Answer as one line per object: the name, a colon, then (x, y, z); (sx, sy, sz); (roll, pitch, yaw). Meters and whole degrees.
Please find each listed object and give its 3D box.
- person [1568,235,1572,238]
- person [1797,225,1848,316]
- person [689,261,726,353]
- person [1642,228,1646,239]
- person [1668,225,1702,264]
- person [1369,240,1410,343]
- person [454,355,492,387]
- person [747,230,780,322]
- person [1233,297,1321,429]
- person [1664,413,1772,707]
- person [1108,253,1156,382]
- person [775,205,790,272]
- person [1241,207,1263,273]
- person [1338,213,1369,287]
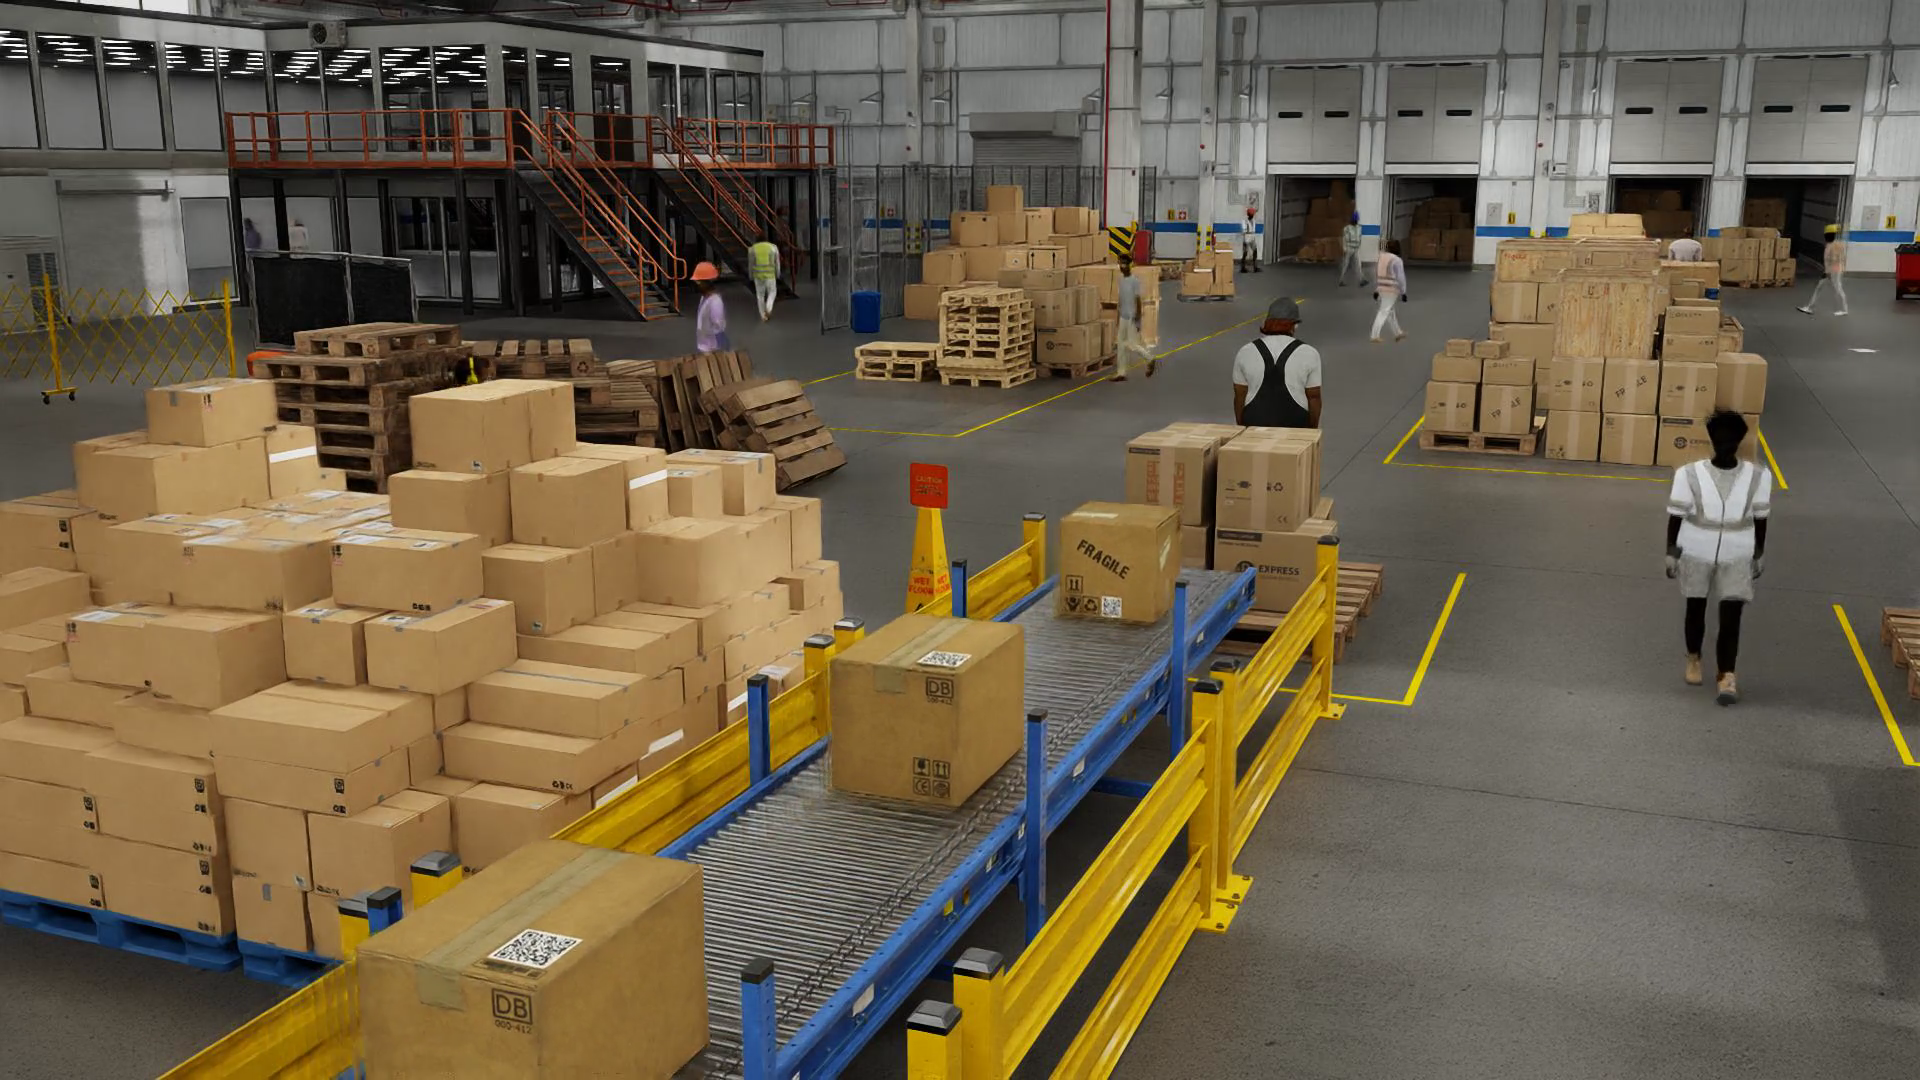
person: (11.344, -4.826, 31.152); (0.595, 1.900, 0.573); (-8, 15, -33)
person: (18.098, -5.607, 34.623); (0.979, 1.869, 0.597); (1, 13, 6)
person: (-2.727, -2.129, 18.717); (0.942, 2.011, 0.608); (-4, 13, -16)
person: (12.355, -4.743, 30.525); (0.649, 1.958, 0.874); (7, 14, 29)
person: (14.156, -5.175, 32.529); (0.630, 1.940, 0.372); (10, 16, 38)
person: (7.590, -4.357, 29.203); (0.966, 1.786, 0.648); (-5, 13, -20)
person: (-3.129, -0.308, 10.965); (0.961, 1.817, 0.551); (-6, 14, -24)
person: (-3.896, -5.248, 33.094); (0.648, 1.832, 0.436); (1, 13, 2)
person: (2.519, -0.914, 13.185); (0.686, 2.000, 0.535); (5, 13, 19)
person: (4.300, 0.104, 9.477); (0.553, 1.646, 0.870); (5, 13, 20)
person: (2.469, -3.183, 23.812); (0.681, 1.851, 0.525); (-8, 15, -31)
person: (-5.289, -8.856, 48.941); (0.417, 1.978, 0.634); (-5, 14, -22)
person: (8.550, -8.767, 48.701); (0.583, 1.902, 0.848); (-9, 15, -35)
person: (10.178, -7.498, 43.040); (0.640, 1.888, 1.008); (-5, 14, -23)
